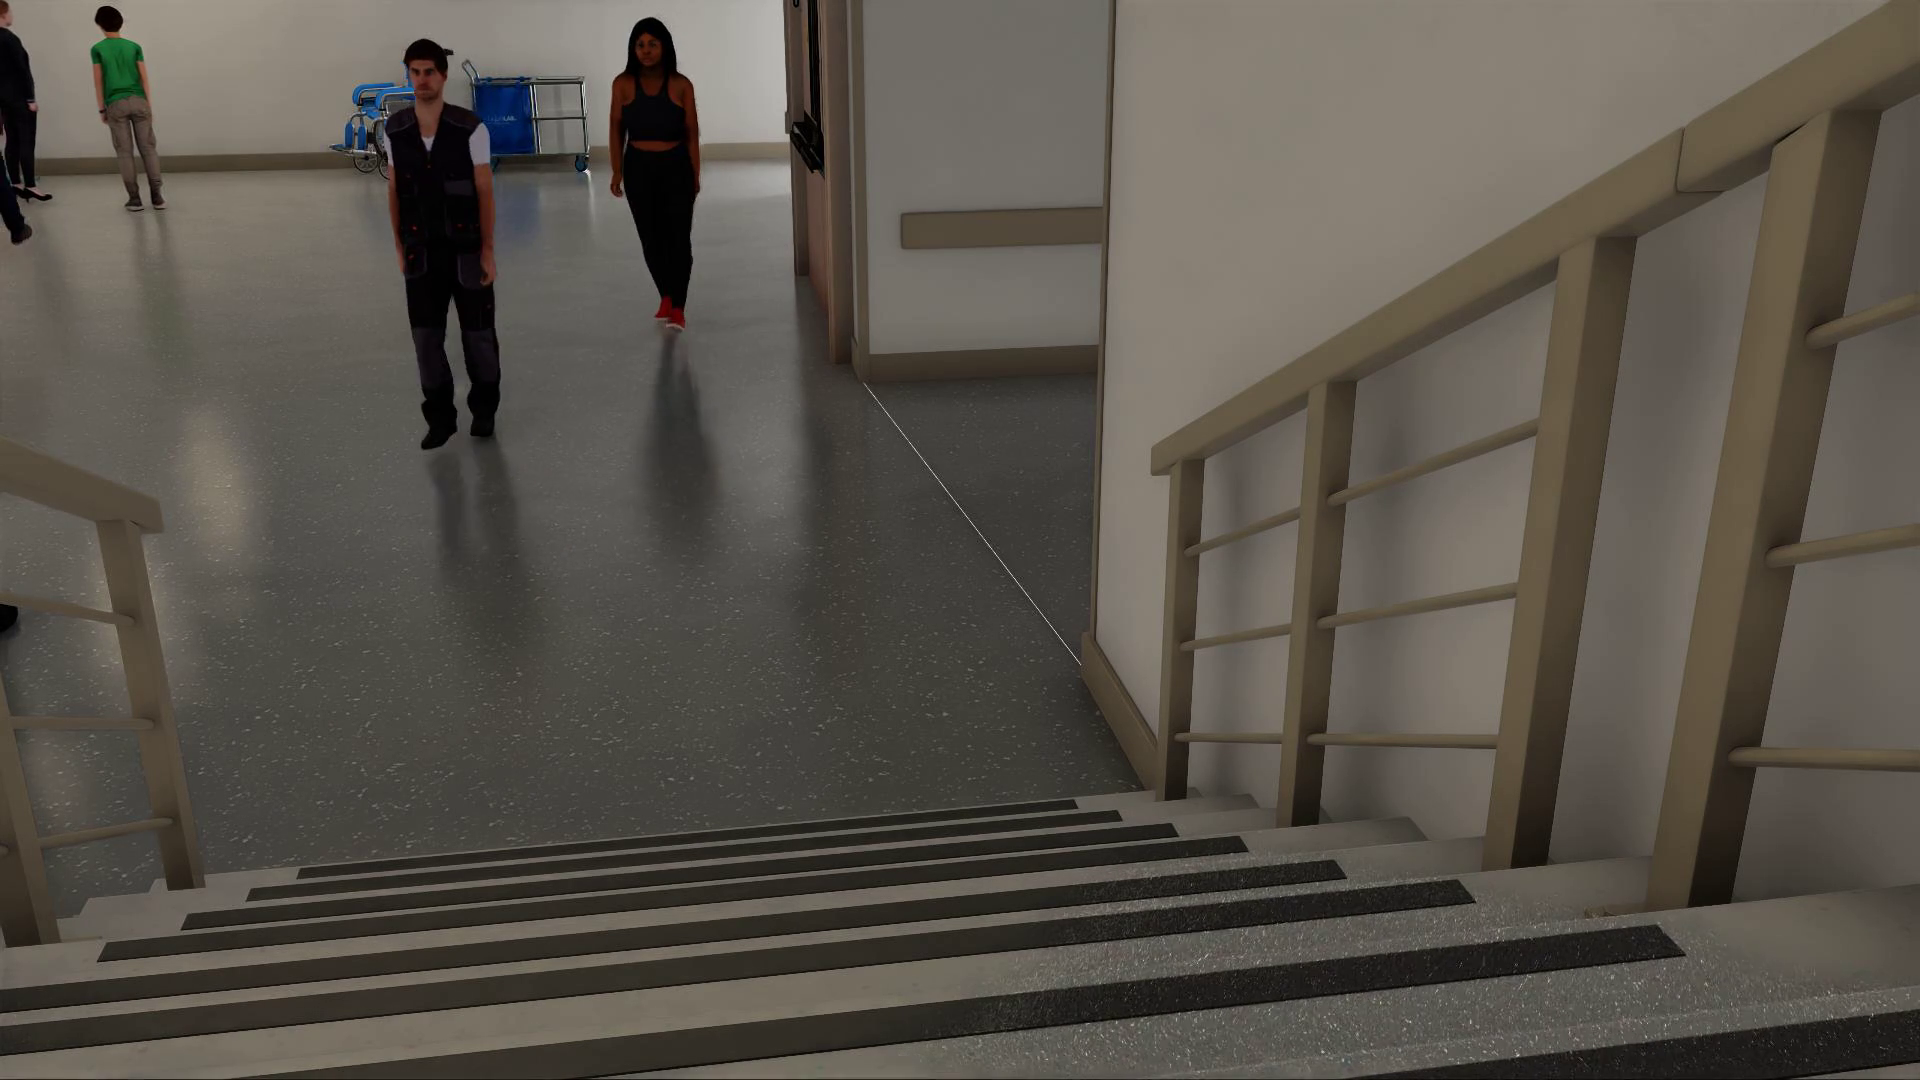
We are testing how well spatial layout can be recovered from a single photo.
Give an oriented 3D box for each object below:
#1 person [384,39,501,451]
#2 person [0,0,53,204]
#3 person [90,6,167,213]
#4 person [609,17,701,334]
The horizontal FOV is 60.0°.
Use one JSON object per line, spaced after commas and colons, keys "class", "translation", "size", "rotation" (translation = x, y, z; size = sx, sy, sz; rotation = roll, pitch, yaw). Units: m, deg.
{"class": "person", "translation": [-2.354, -1.371, 7.743], "size": [0.682, 1.830, 0.799], "rotation": [-2, 21, -6]}
{"class": "person", "translation": [-8.109, -3.757, 14.252], "size": [0.712, 1.682, 0.754], "rotation": [11, 23, 27]}
{"class": "person", "translation": [-6.942, -3.597, 13.881], "size": [0.656, 1.645, 0.684], "rotation": [-13, 24, -31]}
{"class": "person", "translation": [-1.779, -2.152, 9.873], "size": [0.777, 1.781, 1.126], "rotation": [0, 21, 1]}
